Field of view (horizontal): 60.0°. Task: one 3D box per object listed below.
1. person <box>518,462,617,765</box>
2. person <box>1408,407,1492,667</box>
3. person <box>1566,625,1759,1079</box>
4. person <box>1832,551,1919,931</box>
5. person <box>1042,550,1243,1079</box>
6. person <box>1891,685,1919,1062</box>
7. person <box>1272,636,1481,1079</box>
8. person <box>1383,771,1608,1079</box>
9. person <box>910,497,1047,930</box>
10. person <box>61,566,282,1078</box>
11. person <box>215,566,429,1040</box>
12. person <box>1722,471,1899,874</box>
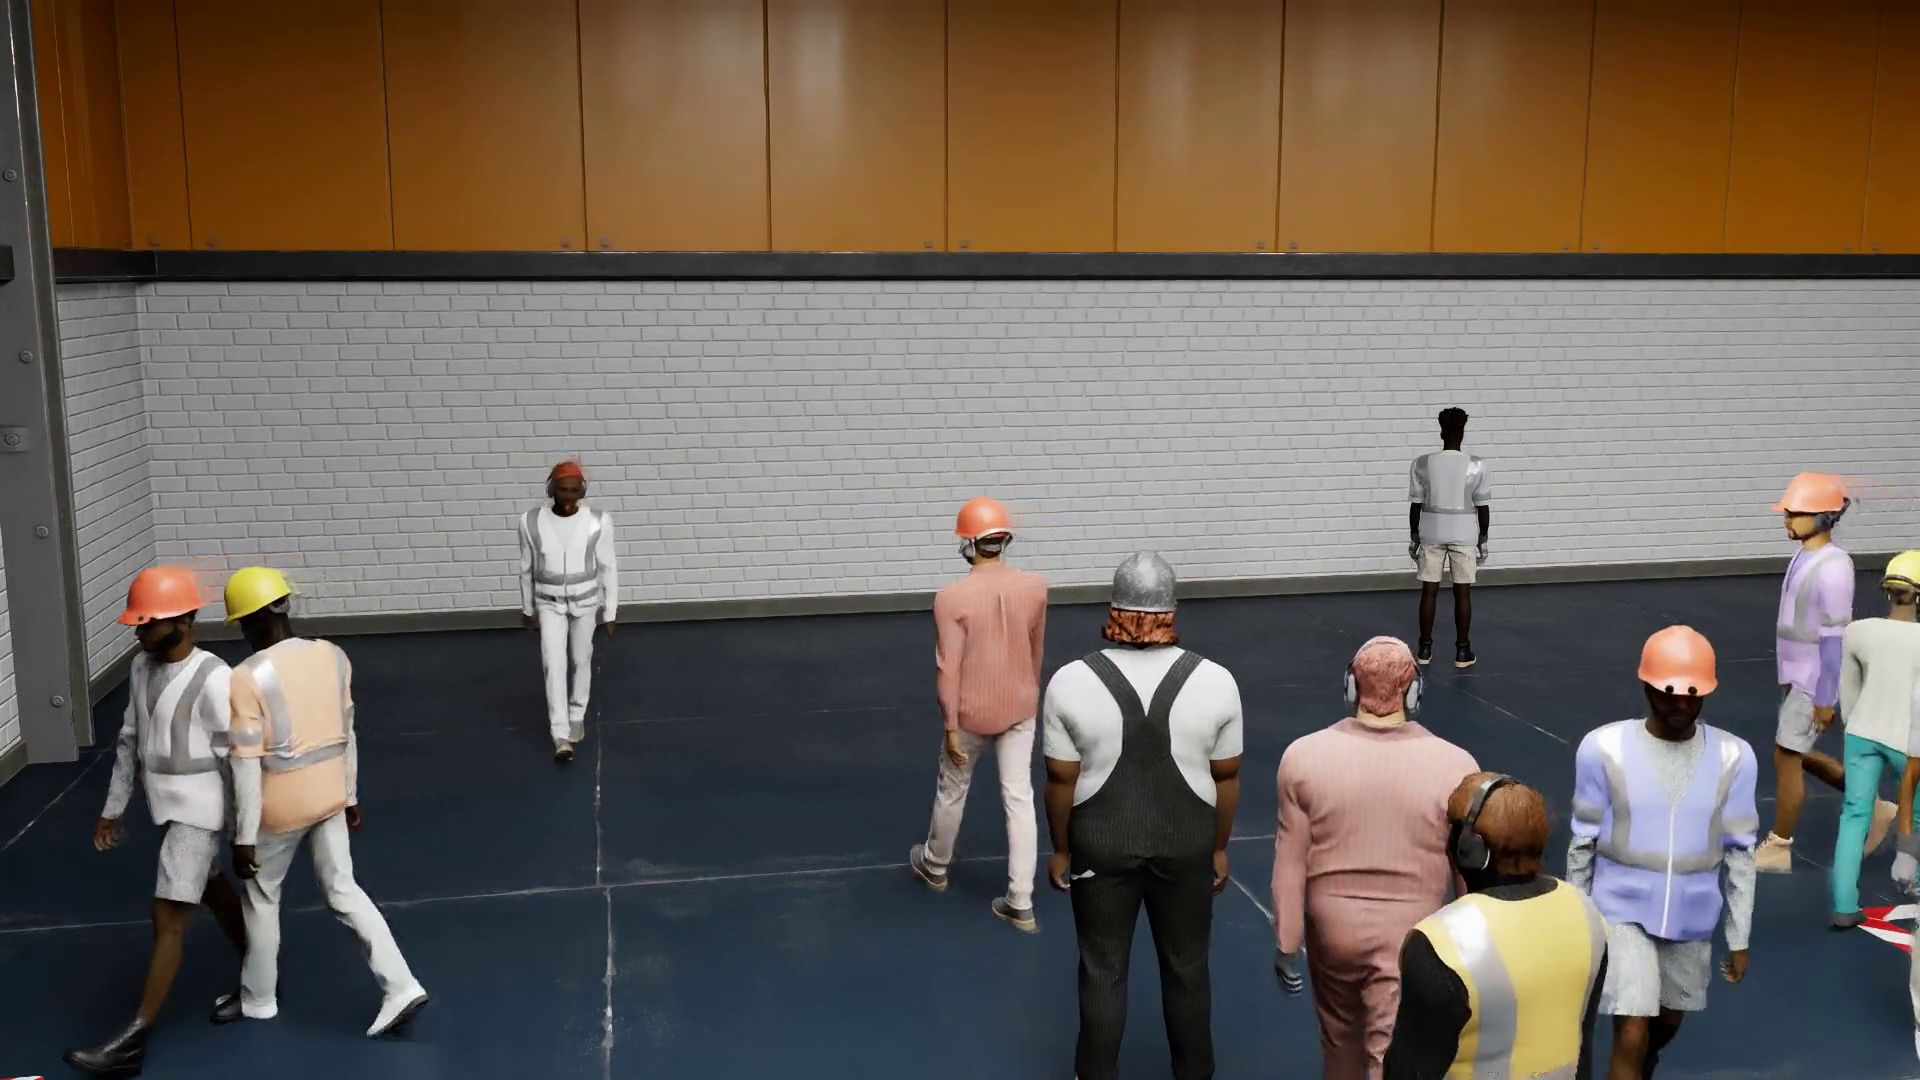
[{"bbox_3d":[-2.402,0.429,10.209,0.592,1.818,1.008,-2,10,-12],"label":"person"},{"bbox_3d":[3.681,-0.021,12.532,0.607,1.966,0.367,4,10,22],"label":"person"},{"bbox_3d":[2.271,1.179,5.448,0.556,1.905,0.943,2,9,10],"label":"person"},{"bbox_3d":[4.303,0.904,7.600,0.796,1.727,0.536,-6,11,-35],"label":"person"},{"bbox_3d":[0.626,1.038,5.852,0.682,2.000,0.536,0,9,2],"label":"person"},{"bbox_3d":[3.637,1.129,5.921,0.555,1.829,0.915,3,10,17],"label":"person"},{"bbox_3d":[1.322,1.228,5.256,0.660,1.861,0.993,3,10,16],"label":"person"},{"bbox_3d":[1.293,1.456,4.009,0.632,1.812,0.861,-6,11,-34],"label":"person"},{"bbox_3d":[0.093,0.766,7.780,0.622,1.950,0.976,-4,10,-24],"label":"person"},{"bbox_3d":[-3.020,1.036,6.325,0.558,1.887,0.954,7,12,36],"label":"person"},{"bbox_3d":[-2.537,1.031,6.471,0.953,1.860,0.658,5,10,26],"label":"person"},{"bbox_3d":[4.256,0.671,8.146,0.770,2.027,0.617,2,10,14],"label":"person"}]
